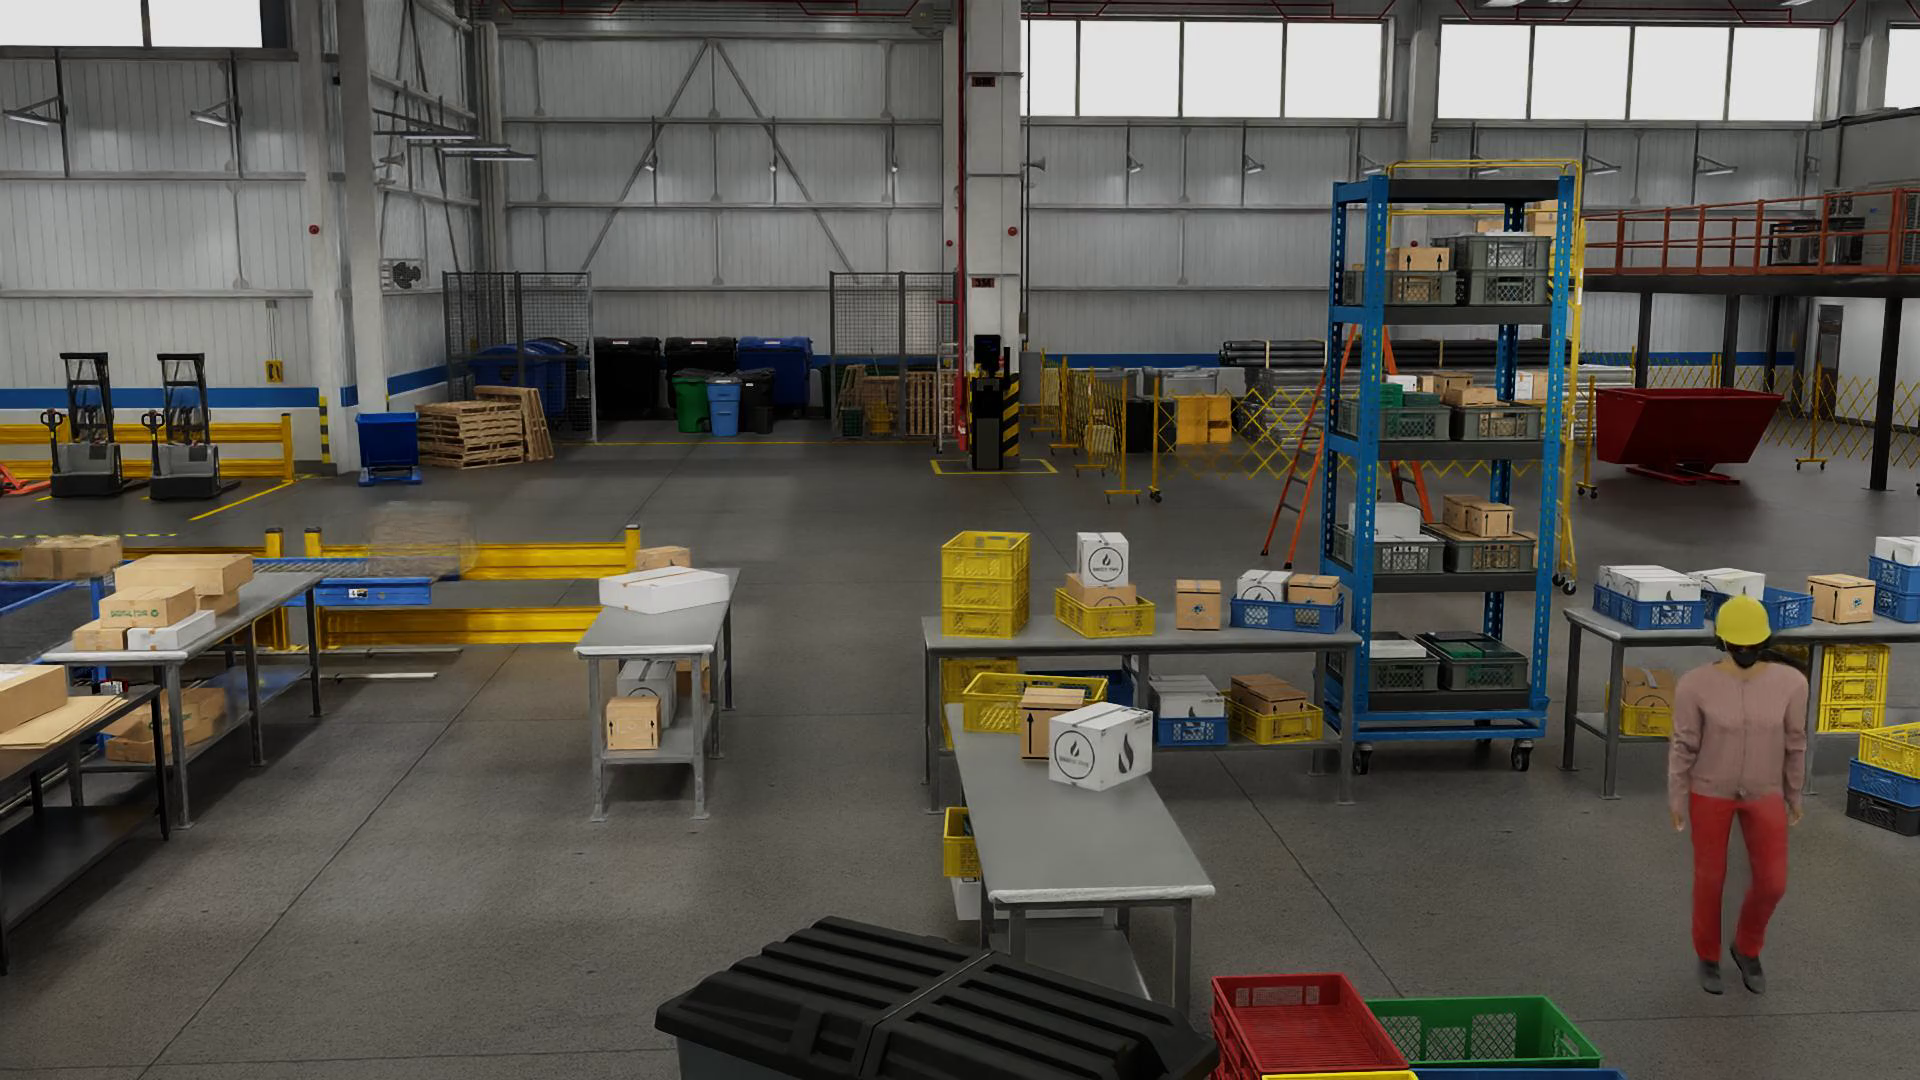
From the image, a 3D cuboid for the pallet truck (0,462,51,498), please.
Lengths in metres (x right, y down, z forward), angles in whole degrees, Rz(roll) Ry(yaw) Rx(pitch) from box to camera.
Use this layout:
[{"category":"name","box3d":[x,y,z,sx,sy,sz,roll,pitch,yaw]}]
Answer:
[{"category":"pallet truck","box3d":[-13.193,-1.293,23.148,0.653,1.274,1.630,-1,9,-4]}]

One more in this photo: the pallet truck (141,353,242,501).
[{"category":"pallet truck","box3d":[-10.520,-1.604,22.925,0.823,1.965,1.885,-1,9,-6]}]

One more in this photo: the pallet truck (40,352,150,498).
[{"category":"pallet truck","box3d":[-11.907,-1.642,23.165,0.823,1.965,1.885,0,9,0]}]

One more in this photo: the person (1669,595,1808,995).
[{"category":"person","box3d":[3.232,1.069,6.928,0.545,1.735,0.469,2,9,12]}]
